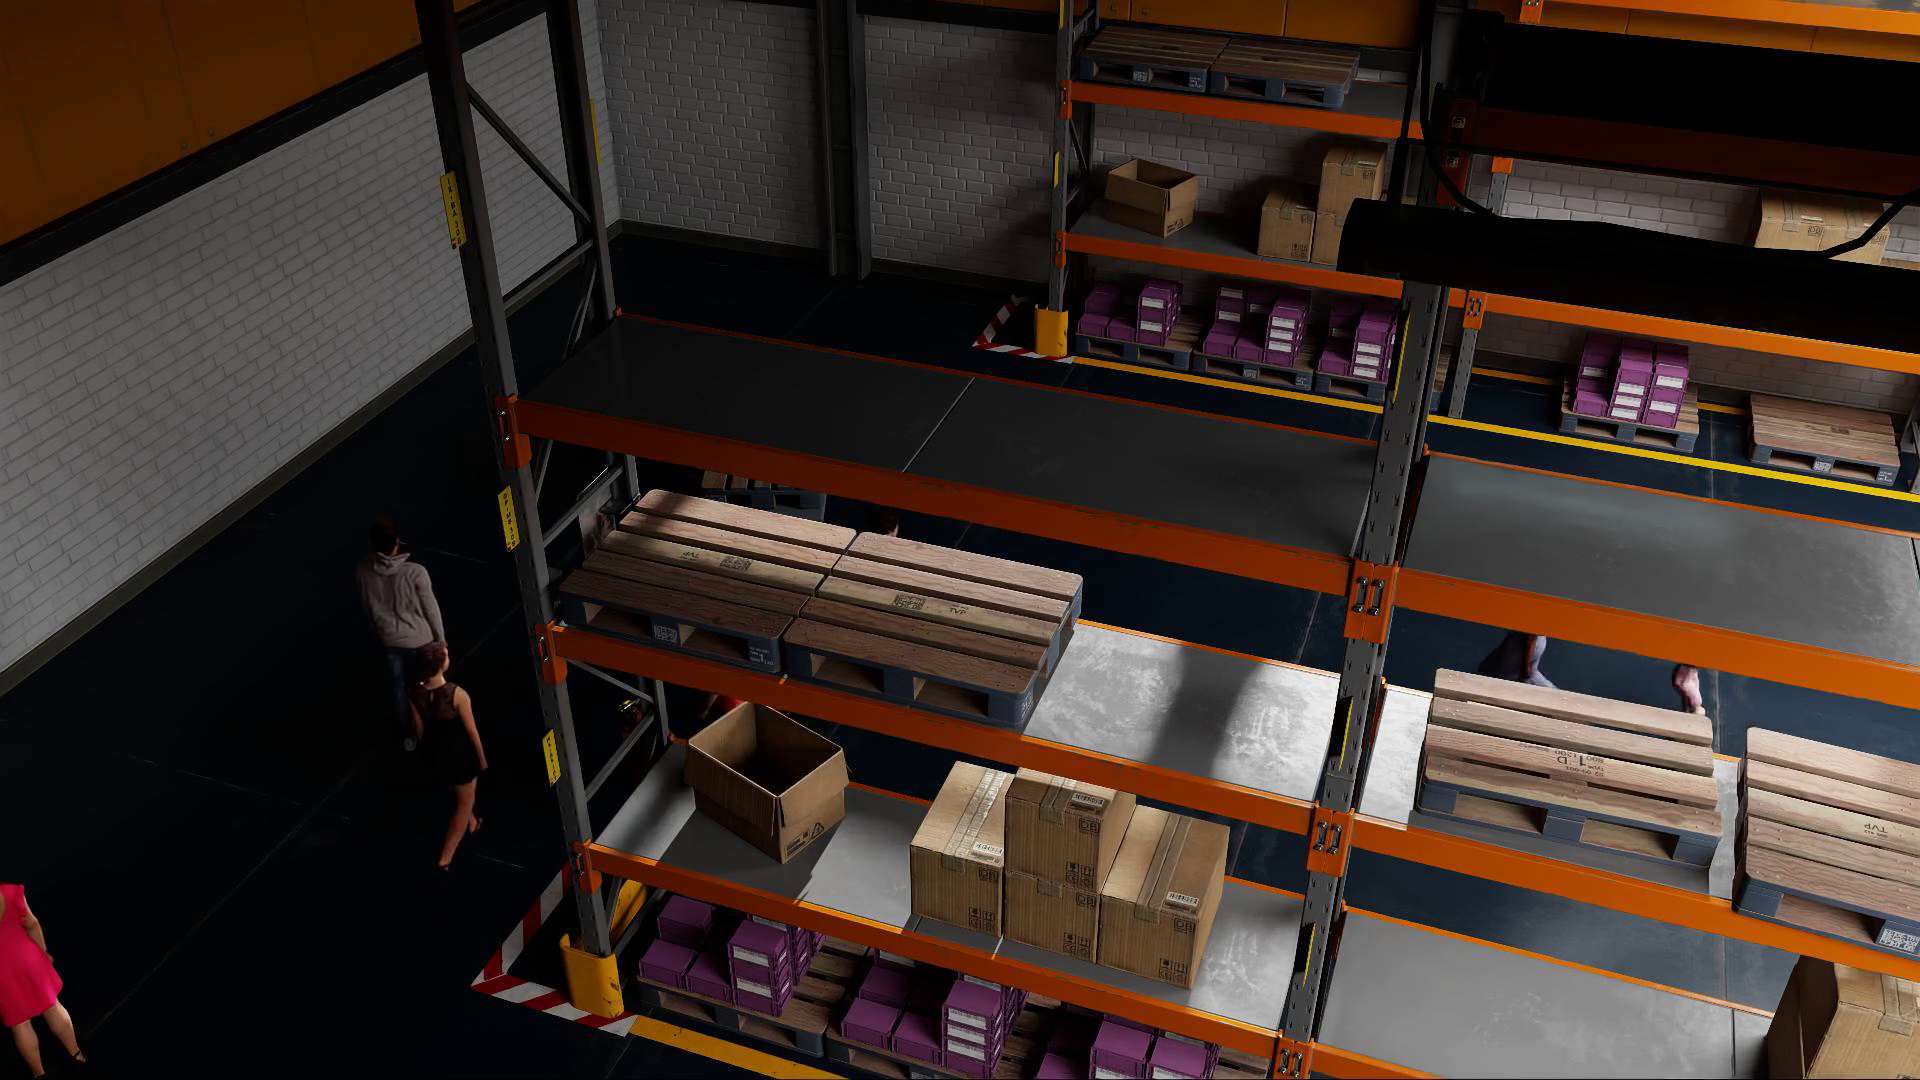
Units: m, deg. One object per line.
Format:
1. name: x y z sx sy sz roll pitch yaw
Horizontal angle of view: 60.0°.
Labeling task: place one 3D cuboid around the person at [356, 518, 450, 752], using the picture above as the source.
1. person: -3.812 0.665 11.406 0.623 1.850 0.792 1 34 2

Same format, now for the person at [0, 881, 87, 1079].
1. person: -5.139 2.333 9.006 0.657 1.728 0.673 -28 42 -35

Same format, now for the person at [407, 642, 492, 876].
1. person: -3.257 1.399 10.480 0.938 1.653 0.701 5 34 8

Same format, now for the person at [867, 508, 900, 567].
1. person: -0.636 0.524 11.810 0.929 1.637 0.897 -20 39 -28
